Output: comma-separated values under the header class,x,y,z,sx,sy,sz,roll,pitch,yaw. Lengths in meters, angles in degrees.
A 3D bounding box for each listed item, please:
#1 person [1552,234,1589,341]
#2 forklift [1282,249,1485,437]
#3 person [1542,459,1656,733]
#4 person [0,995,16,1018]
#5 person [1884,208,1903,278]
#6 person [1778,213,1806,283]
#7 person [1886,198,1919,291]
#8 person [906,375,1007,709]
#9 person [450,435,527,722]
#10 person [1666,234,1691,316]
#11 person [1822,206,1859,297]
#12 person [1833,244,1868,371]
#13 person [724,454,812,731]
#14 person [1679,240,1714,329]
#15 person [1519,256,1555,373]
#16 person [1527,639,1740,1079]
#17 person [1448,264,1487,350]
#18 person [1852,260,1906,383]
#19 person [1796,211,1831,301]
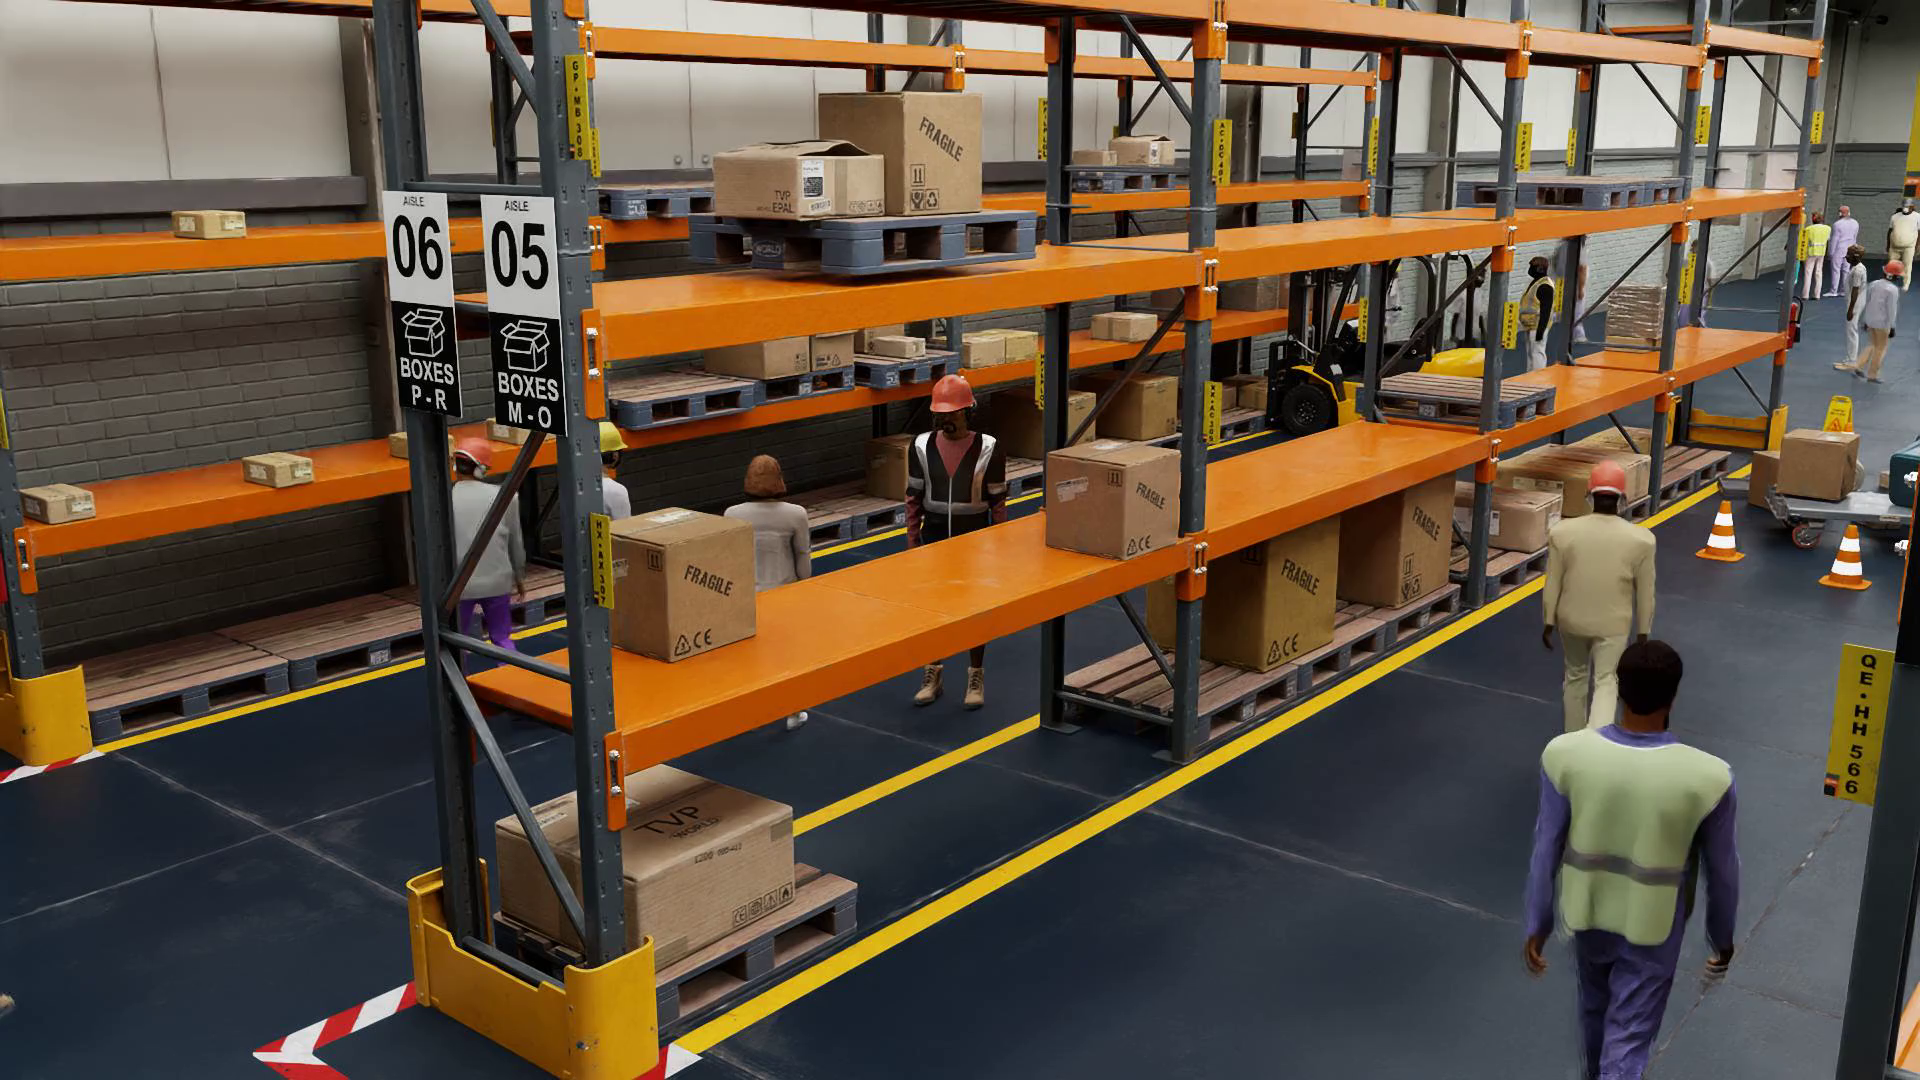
class,x,y,z,sx,sy,sz,roll,pitch,yaw
person,9.922,-4.217,27.239,0.928,2.000,0.713,-6,15,-24
forklift,4.886,-2.214,18.767,2.313,2.155,1.214,11,18,38
person,3.423,0.430,8.962,0.570,1.730,0.741,7,15,26
person,-3.966,0.929,6.334,0.478,2.015,0.623,-3,14,-11
person,21.921,-6.920,38.948,0.318,1.700,0.535,4,14,17
person,19.178,-6.854,38.228,0.590,1.919,0.392,-11,18,-39
person,20.735,-6.512,36.584,0.689,2.000,0.537,13,19,42
person,-0.033,0.023,9.972,0.615,2.041,0.392,3,14,13
person,-2.815,0.262,9.681,0.632,1.708,0.570,-6,15,-25
person,13.506,-5.137,31.355,0.507,1.865,0.329,-11,17,-37
person,18.593,-6.086,35.139,0.636,1.902,0.406,-4,14,-18
person,13.043,-3.393,24.317,0.350,1.837,0.502,7,15,25
person,-1.106,0.310,9.641,0.500,1.636,0.283,-1,14,-2
person,11.291,-3.691,25.591,0.556,1.826,0.456,12,18,40
person,7.570,-2.804,21.895,0.430,1.845,0.624,1,14,6
person,2.193,1.228,5.445,0.600,1.863,1.037,11,18,38
person,6.267,-2.465,20.498,0.515,1.850,0.386,-11,18,-38
person,12.744,-3.010,23.000,0.361,1.718,0.587,-1,14,-3
person,17.638,-5.850,34.325,0.563,1.835,0.385,-1,14,-3
